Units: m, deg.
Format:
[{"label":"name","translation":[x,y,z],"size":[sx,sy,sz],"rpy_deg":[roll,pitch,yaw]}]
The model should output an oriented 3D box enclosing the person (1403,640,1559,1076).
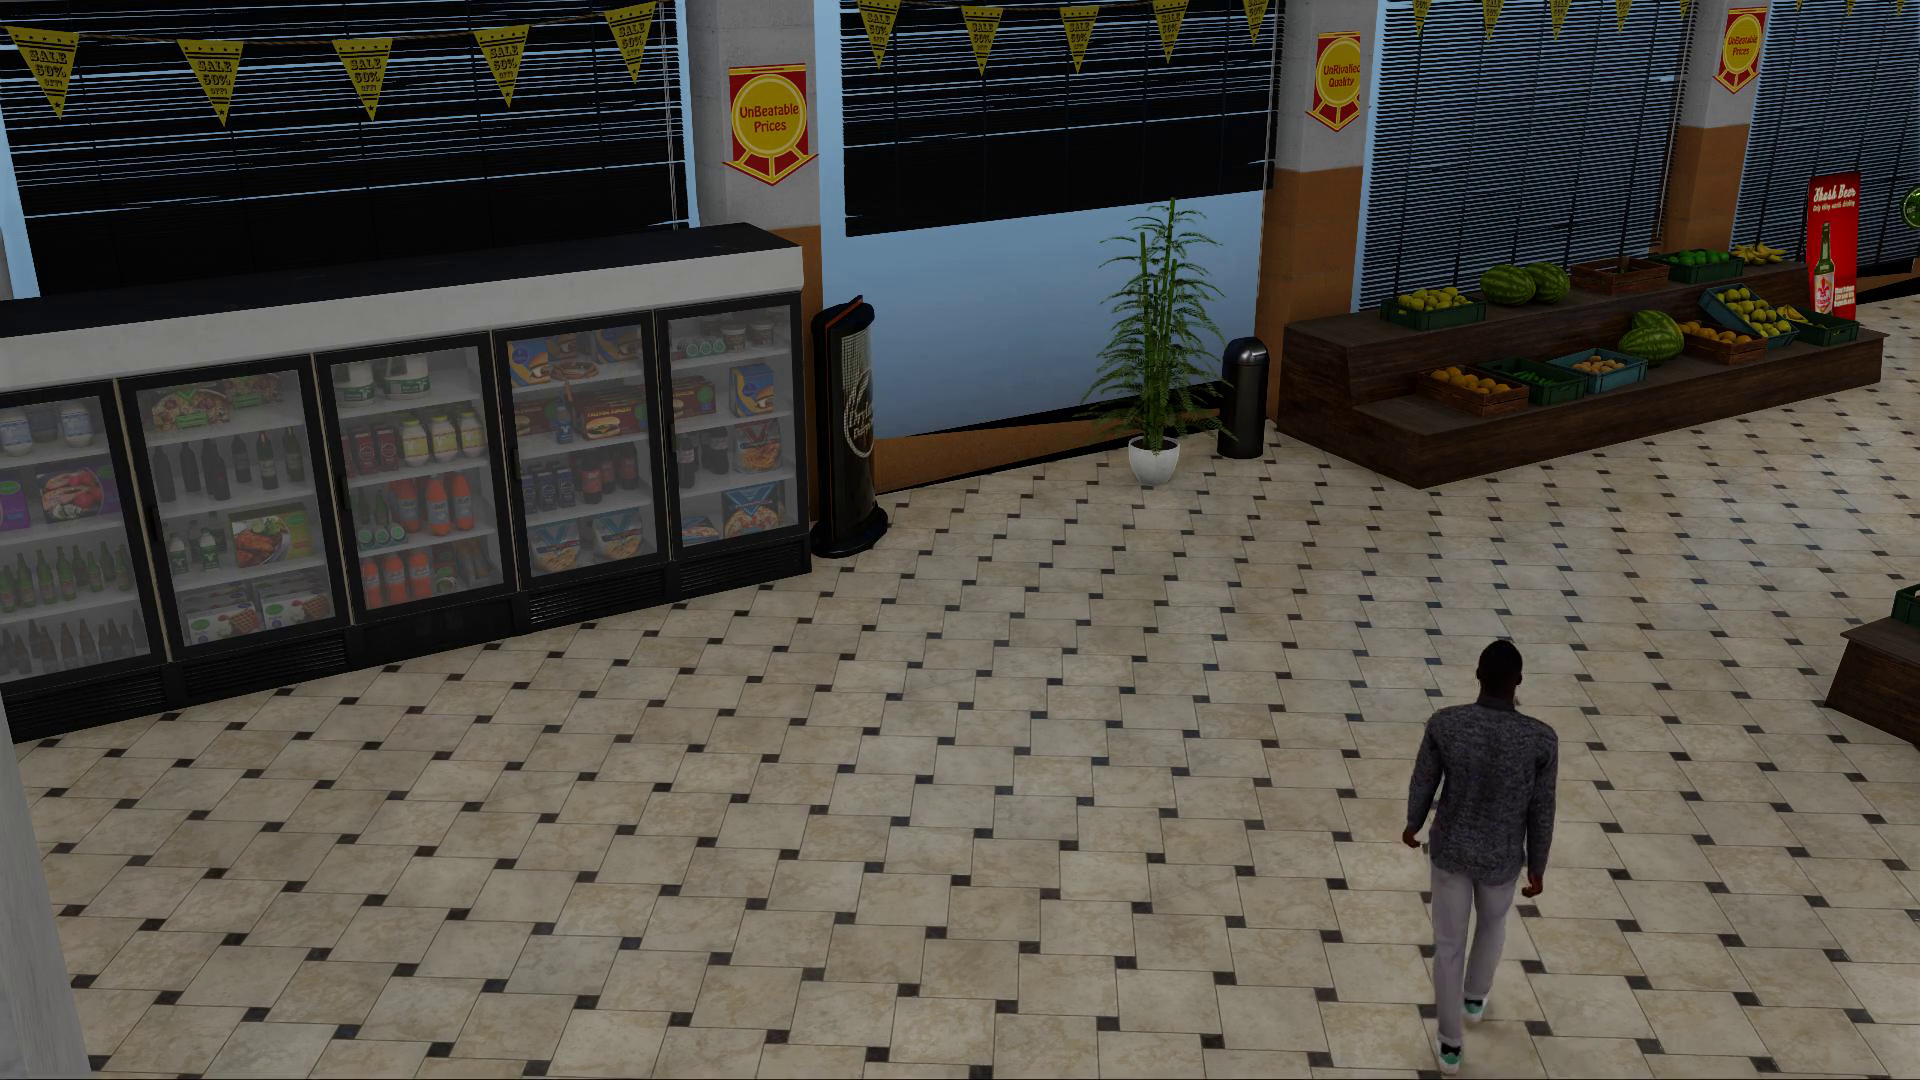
[{"label":"person","translation":[2.019,1.290,6.538],"size":[0.961,1.818,1.022],"rpy_deg":[6,23,14]}]
